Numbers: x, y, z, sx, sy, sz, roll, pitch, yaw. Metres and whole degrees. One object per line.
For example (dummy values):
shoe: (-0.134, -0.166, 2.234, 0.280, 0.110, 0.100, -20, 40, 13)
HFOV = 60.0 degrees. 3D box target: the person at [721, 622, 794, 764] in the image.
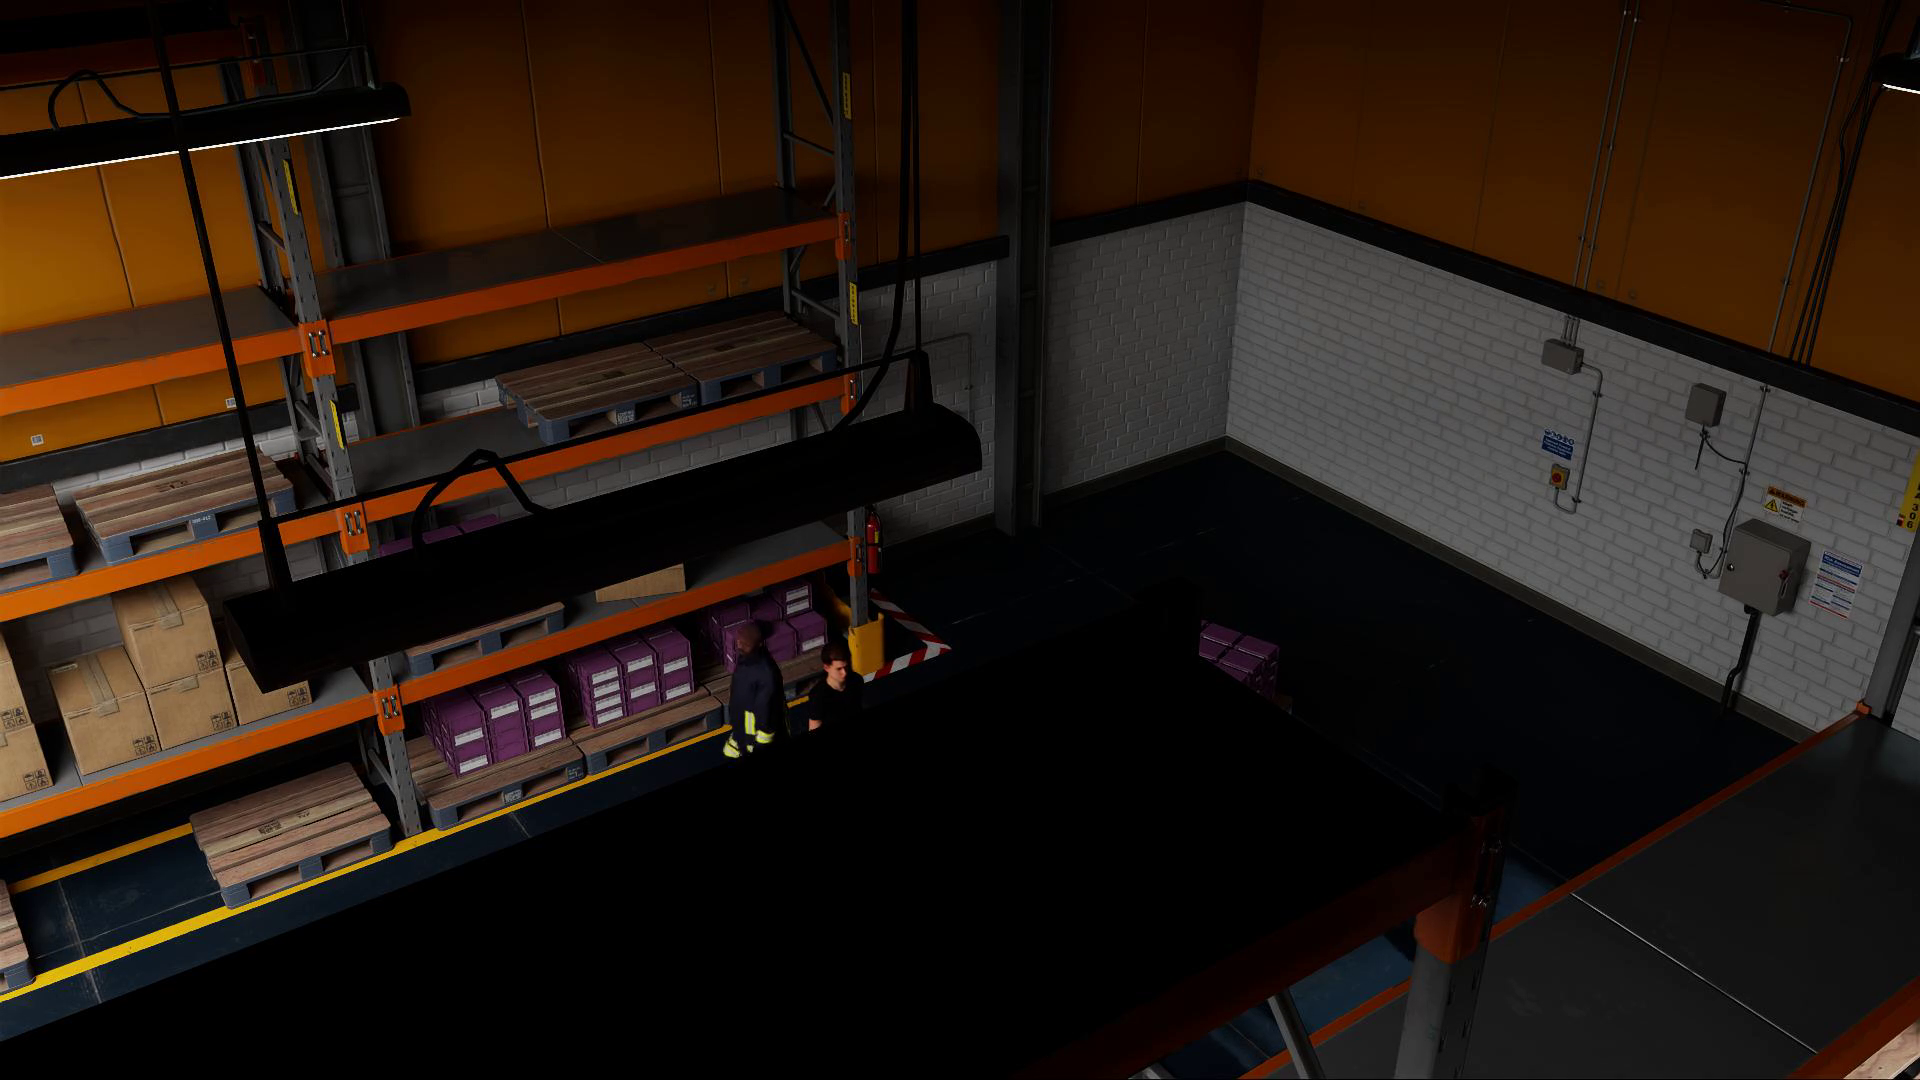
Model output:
person: (-1.387, 1.364, 12.262, 1.201, 1.791, 0.803, -13, 31, -23)

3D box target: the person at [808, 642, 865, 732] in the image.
person: (-0.863, 1.515, 11.912, 0.785, 1.861, 0.571, 25, 37, 38)
